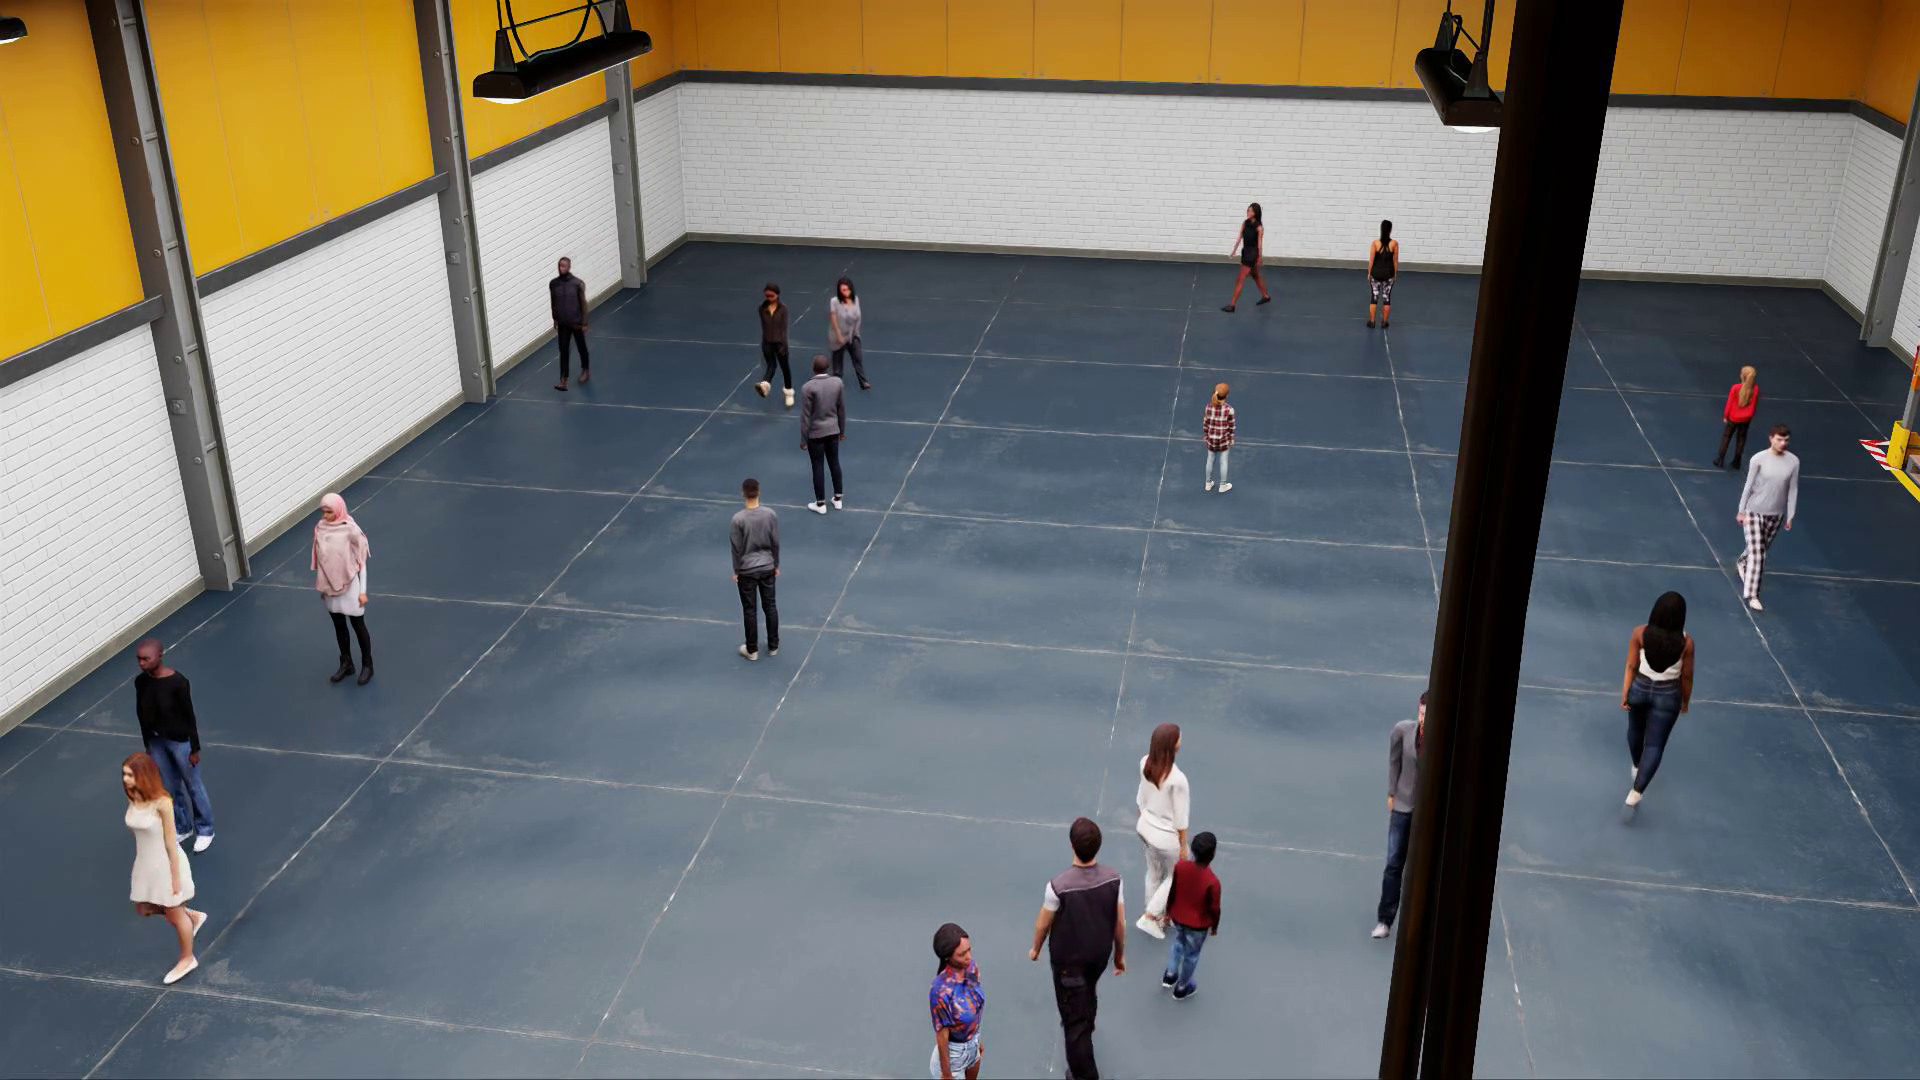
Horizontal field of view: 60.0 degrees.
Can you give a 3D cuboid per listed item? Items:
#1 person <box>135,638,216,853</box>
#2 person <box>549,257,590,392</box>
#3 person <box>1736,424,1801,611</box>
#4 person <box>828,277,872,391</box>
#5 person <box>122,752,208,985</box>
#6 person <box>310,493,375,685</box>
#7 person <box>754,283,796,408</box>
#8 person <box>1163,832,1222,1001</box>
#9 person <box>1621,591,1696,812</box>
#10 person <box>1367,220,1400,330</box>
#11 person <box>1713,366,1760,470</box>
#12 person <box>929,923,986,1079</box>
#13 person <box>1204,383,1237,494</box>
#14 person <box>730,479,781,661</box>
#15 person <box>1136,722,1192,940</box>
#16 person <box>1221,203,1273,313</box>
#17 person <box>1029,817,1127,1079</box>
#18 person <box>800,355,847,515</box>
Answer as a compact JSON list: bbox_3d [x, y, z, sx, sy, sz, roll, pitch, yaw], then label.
[{"bbox_3d":[-5.905,1.515,12.480,0.594,1.750,0.530,3,24,7],"label":"person"},{"bbox_3d":[-5.253,-2.960,22.672,0.730,1.786,1.118,4,24,10],"label":"person"},{"bbox_3d":[7.987,-0.297,16.558,0.688,1.803,1.179,2,24,5],"label":"person"},{"bbox_3d":[-1.604,-2.811,22.614,1.027,1.558,1.121,-14,27,-29],"label":"person"},{"bbox_3d":[-5.267,2.133,11.128,0.653,1.699,0.785,10,25,21],"label":"person"},{"bbox_3d":[-5.525,0.425,14.904,0.625,1.804,0.589,5,24,11],"label":"person"},{"bbox_3d":[-2.440,-2.537,21.862,0.616,1.658,0.802,3,24,7],"label":"person"},{"bbox_3d":[1.481,2.497,10.866,0.605,1.243,0.632,16,28,33],"label":"person"},{"bbox_3d":[5.401,1.282,12.986,0.958,1.770,1.271,15,28,30],"label":"person"},{"bbox_3d":[6.437,-4.061,25.330,0.573,1.674,0.492,4,24,9],"label":"person"},{"bbox_3d":[9.333,-1.459,19.870,0.508,1.278,0.551,3,24,7],"label":"person"},{"bbox_3d":[-0.028,2.895,9.331,0.708,1.743,0.559,12,26,26],"label":"person"},{"bbox_3d":[2.993,-1.190,19.222,0.588,1.306,0.603,12,26,25],"label":"person"},{"bbox_3d":[-1.878,0.261,15.326,0.702,1.766,0.725,-10,26,-22],"label":"person"},{"bbox_3d":[1.345,2.027,11.389,0.844,1.684,0.785,-17,29,-34],"label":"person"},{"bbox_3d":[4.634,-4.416,26.122,1.142,1.690,1.224,-10,26,-22],"label":"person"},{"bbox_3d":[0.767,2.568,9.975,0.956,1.825,1.078,-11,26,-23],"label":"person"},{"bbox_3d":[-1.522,-1.187,18.576,0.792,1.817,0.822,-13,27,-27],"label":"person"}]
